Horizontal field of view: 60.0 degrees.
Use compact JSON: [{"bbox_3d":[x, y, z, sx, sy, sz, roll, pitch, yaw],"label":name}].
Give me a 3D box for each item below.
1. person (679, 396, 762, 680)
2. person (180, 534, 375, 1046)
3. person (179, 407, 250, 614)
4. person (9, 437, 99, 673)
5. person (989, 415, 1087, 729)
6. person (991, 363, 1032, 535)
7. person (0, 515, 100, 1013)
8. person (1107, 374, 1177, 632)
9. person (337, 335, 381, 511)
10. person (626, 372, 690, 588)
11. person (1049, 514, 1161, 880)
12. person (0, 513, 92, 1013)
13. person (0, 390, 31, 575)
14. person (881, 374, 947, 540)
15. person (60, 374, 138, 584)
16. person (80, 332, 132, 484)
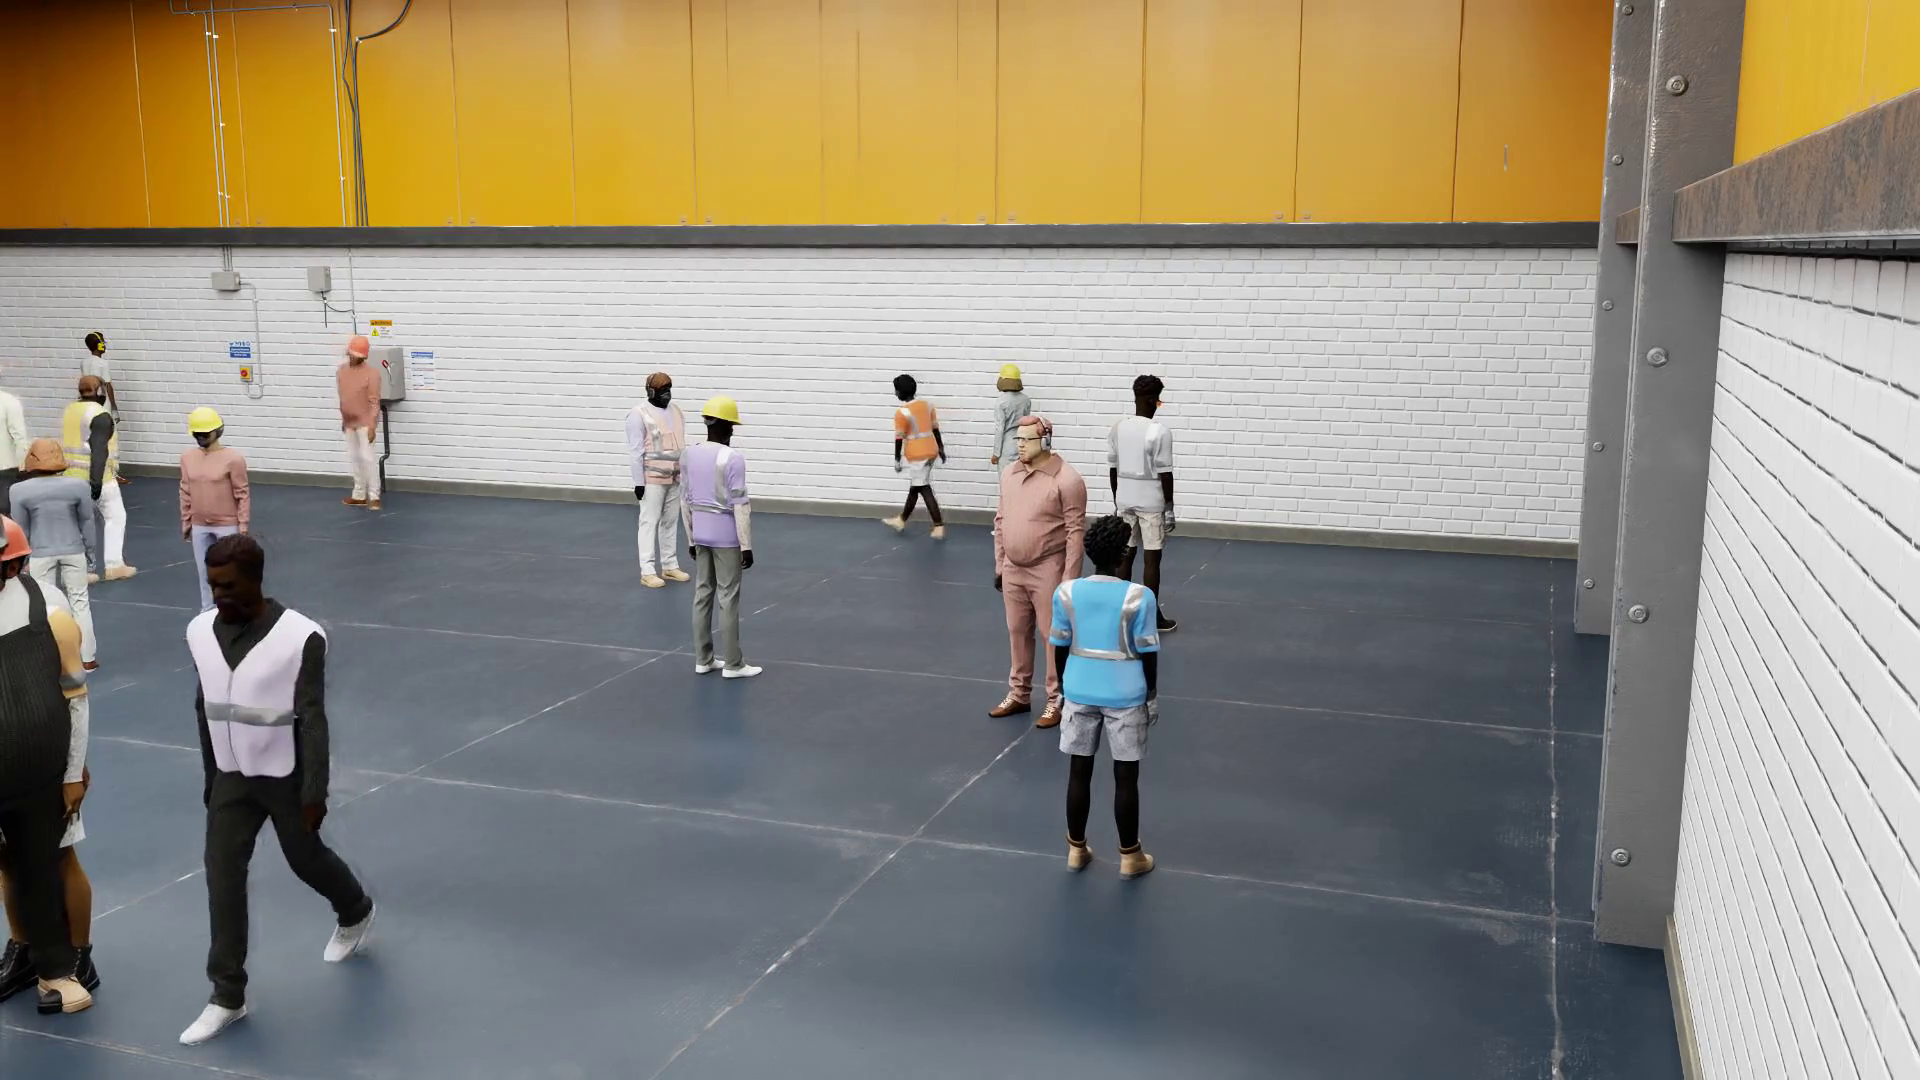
[{"bbox_3d":[-1.624,-0.015,11.254,0.586,1.917,0.380,7,12,35],"label":"person"},{"bbox_3d":[-2.644,0.871,6.422,0.598,1.872,0.974,2,10,14],"label":"person"},{"bbox_3d":[-5.469,-0.104,12.199,0.525,1.761,0.334,1,10,8],"label":"person"},{"bbox_3d":[-6.139,0.117,11.300,0.501,1.636,0.278,-7,12,-33],"label":"person"},{"bbox_3d":[0.448,0.187,10.144,0.653,1.906,0.405,9,13,41],"label":"person"},{"bbox_3d":[0.505,-0.907,16.764,0.484,1.744,0.298,-9,14,-42],"label":"person"},{"bbox_3d":[-3.585,0.850,6.325,0.548,1.937,0.379,2,10,14],"label":"person"},{"bbox_3d":[1.390,-0.275,12.594,0.603,1.961,0.368,10,14,44],"label":"person"},{"bbox_3d":[-6.691,-1.292,18.397,0.785,1.952,0.404,6,12,31],"label":"person"},{"bbox_3d":[-2.570,-0.526,14.340,0.429,1.842,0.635,7,12,33],"label":"person"},{"bbox_3d":[0.676,0.726,7.697,0.530,1.697,0.321,5,11,26],"label":"person"},{"bbox_3d":[-3.562,0.828,6.155,0.536,2.000,0.688,9,13,41],"label":"person"},{"bbox_3d":[-8.446,-0.628,14.598,0.627,1.964,0.428,5,11,28],"label":"person"},{"bbox_3d":[-0.454,-0.836,16.615,0.836,1.640,0.579,7,12,35],"label":"person"},{"bbox_3d":[-7.545,-0.525,14.447,0.644,1.800,0.689,6,12,29],"label":"person"},{"bbox_3d":[-10.475,-1.603,20.319,0.513,1.877,0.328,5,11,24],"label":"person"}]
